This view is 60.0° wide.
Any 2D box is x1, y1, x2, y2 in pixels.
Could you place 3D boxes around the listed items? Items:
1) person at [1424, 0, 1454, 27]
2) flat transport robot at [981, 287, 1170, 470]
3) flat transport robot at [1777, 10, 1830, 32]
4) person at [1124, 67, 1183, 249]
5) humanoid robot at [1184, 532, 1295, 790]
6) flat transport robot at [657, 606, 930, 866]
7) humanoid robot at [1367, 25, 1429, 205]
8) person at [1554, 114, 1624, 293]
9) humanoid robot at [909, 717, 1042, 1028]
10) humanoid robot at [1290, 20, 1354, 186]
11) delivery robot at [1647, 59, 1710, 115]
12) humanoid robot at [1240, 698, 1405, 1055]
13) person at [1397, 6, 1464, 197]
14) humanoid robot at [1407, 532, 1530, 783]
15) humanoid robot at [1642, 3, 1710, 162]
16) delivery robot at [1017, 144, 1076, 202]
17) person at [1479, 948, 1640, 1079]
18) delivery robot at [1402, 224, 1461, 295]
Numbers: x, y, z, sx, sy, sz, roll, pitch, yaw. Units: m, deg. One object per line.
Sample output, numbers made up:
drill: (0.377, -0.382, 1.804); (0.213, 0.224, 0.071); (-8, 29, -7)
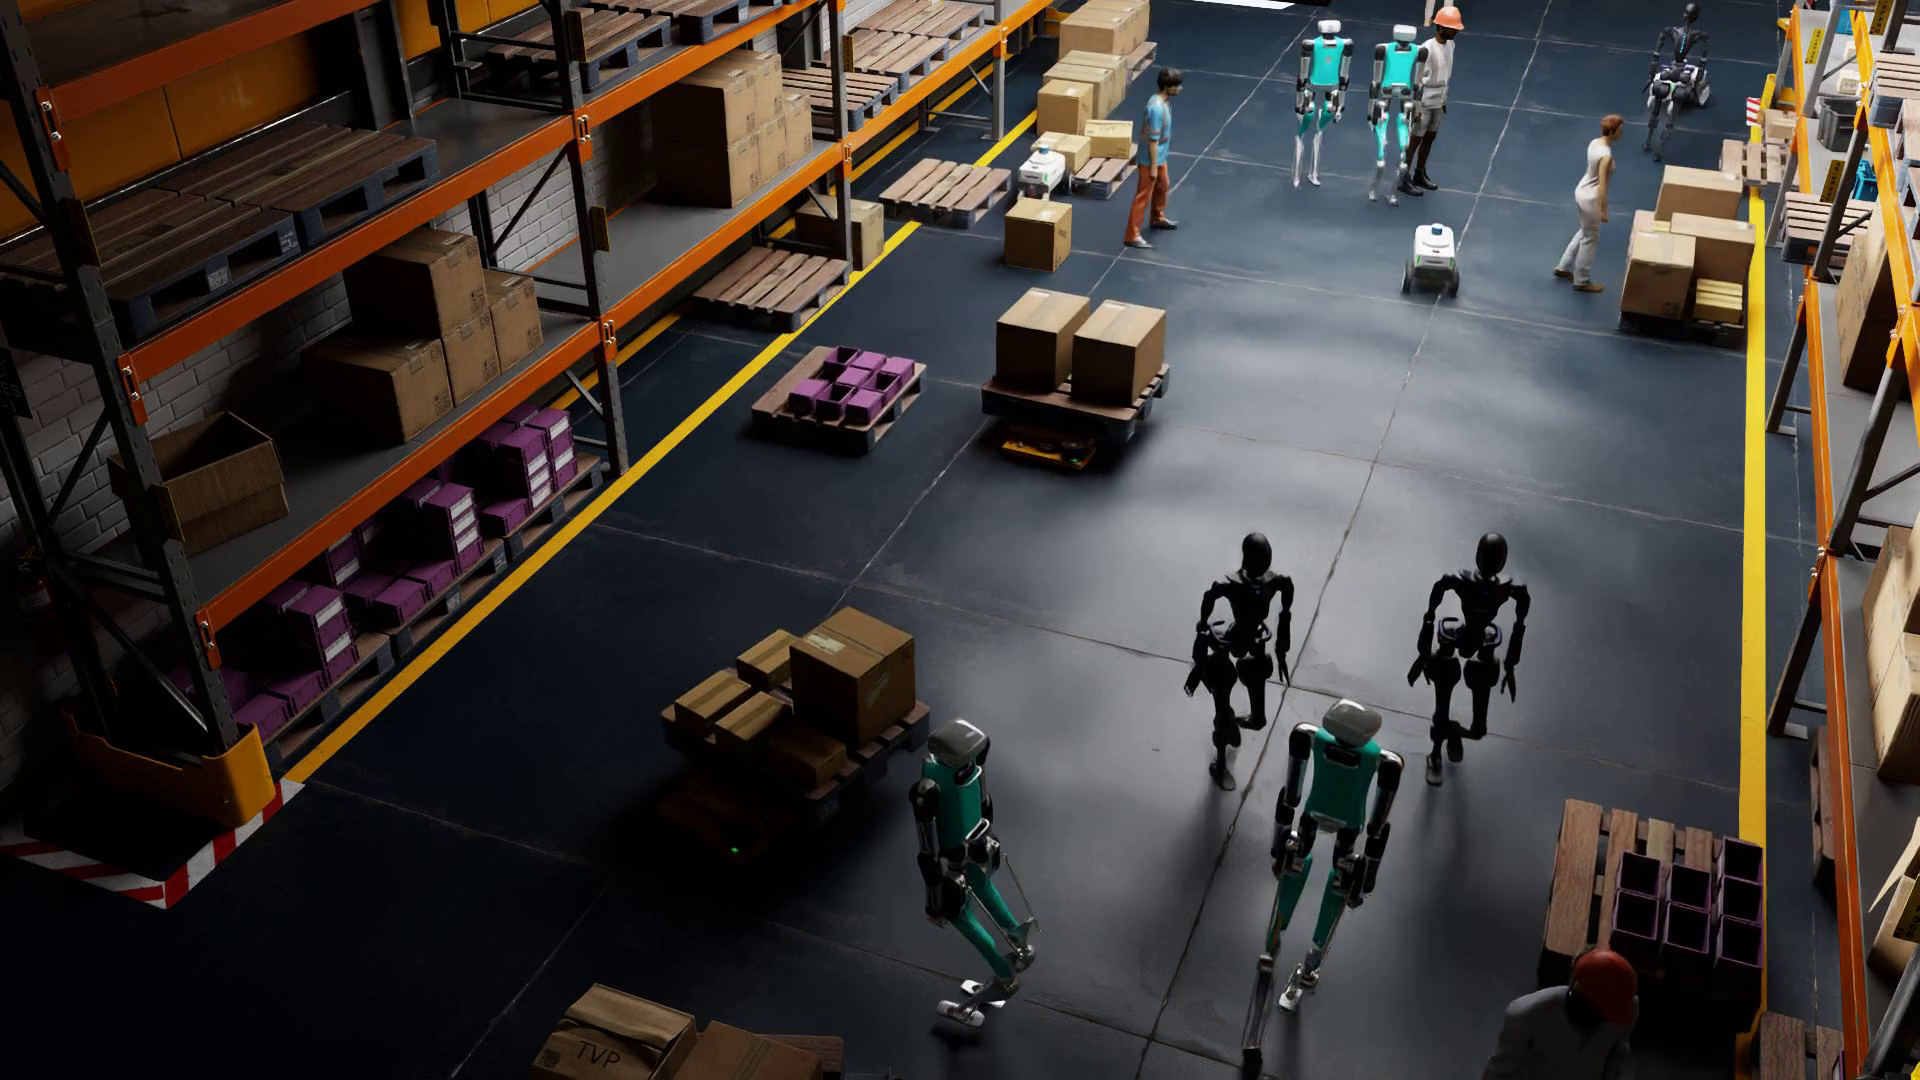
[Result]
person: (6.505, -7.754, 22.207); (0.475, 1.773, 0.334); (14, 35, 20)
flat transport robot: (0.915, -1.006, 13.149); (0.659, 0.231, 1.431); (14, 35, 21)
flat transport robot: (11.779, -6.872, 22.227); (1.431, 0.231, 0.659); (3, 33, 5)
person: (1.875, -3.687, 15.948); (0.430, 1.743, 0.616); (8, 34, 13)
humanoid robot: (1.542, 0.626, 9.325); (0.609, 1.641, 0.427); (-7, 34, -11)
flat transport robot: (-1.002, 1.291, 9.594); (0.659, 0.231, 1.431); (23, 39, 31)
humanoid robot: (4.385, -4.218, 16.754); (0.541, 1.772, 0.751); (3, 33, 5)
person: (5.741, -3.043, 15.021); (0.355, 1.652, 0.493); (1, 33, 2)
humanoid robot: (0.149, 1.629, 7.691); (0.682, 1.773, 0.538); (19, 37, 27)
humanoid robot: (3.695, -4.547, 17.275); (0.531, 1.800, 0.669); (-1, 33, -2)
delivery robot: (8.484, -5.387, 19.638); (0.744, 0.564, 0.499); (-25, 41, -33)
humanoid robot: (1.608, 1.679, 7.725); (0.539, 1.854, 0.859); (17, 37, 24)
person: (4.831, -4.479, 16.999); (0.547, 1.930, 0.384); (-25, 41, -33)
humanoid robot: (2.826, 0.639, 9.302); (0.588, 1.639, 0.412); (5, 33, 8)
humanoid robot: (7.726, -4.968, 18.002); (0.587, 1.625, 0.639); (13, 35, 19)
delivery robot: (0.870, -3.792, 17.215); (0.499, 0.614, 0.797); (12, 35, 18)
person: (2.382, 2.250, 6.768); (0.651, 1.714, 0.478); (-3, 33, -4)
delivery robot: (4.375, -2.618, 15.384); (0.499, 0.598, 0.798); (7, 34, 11)
